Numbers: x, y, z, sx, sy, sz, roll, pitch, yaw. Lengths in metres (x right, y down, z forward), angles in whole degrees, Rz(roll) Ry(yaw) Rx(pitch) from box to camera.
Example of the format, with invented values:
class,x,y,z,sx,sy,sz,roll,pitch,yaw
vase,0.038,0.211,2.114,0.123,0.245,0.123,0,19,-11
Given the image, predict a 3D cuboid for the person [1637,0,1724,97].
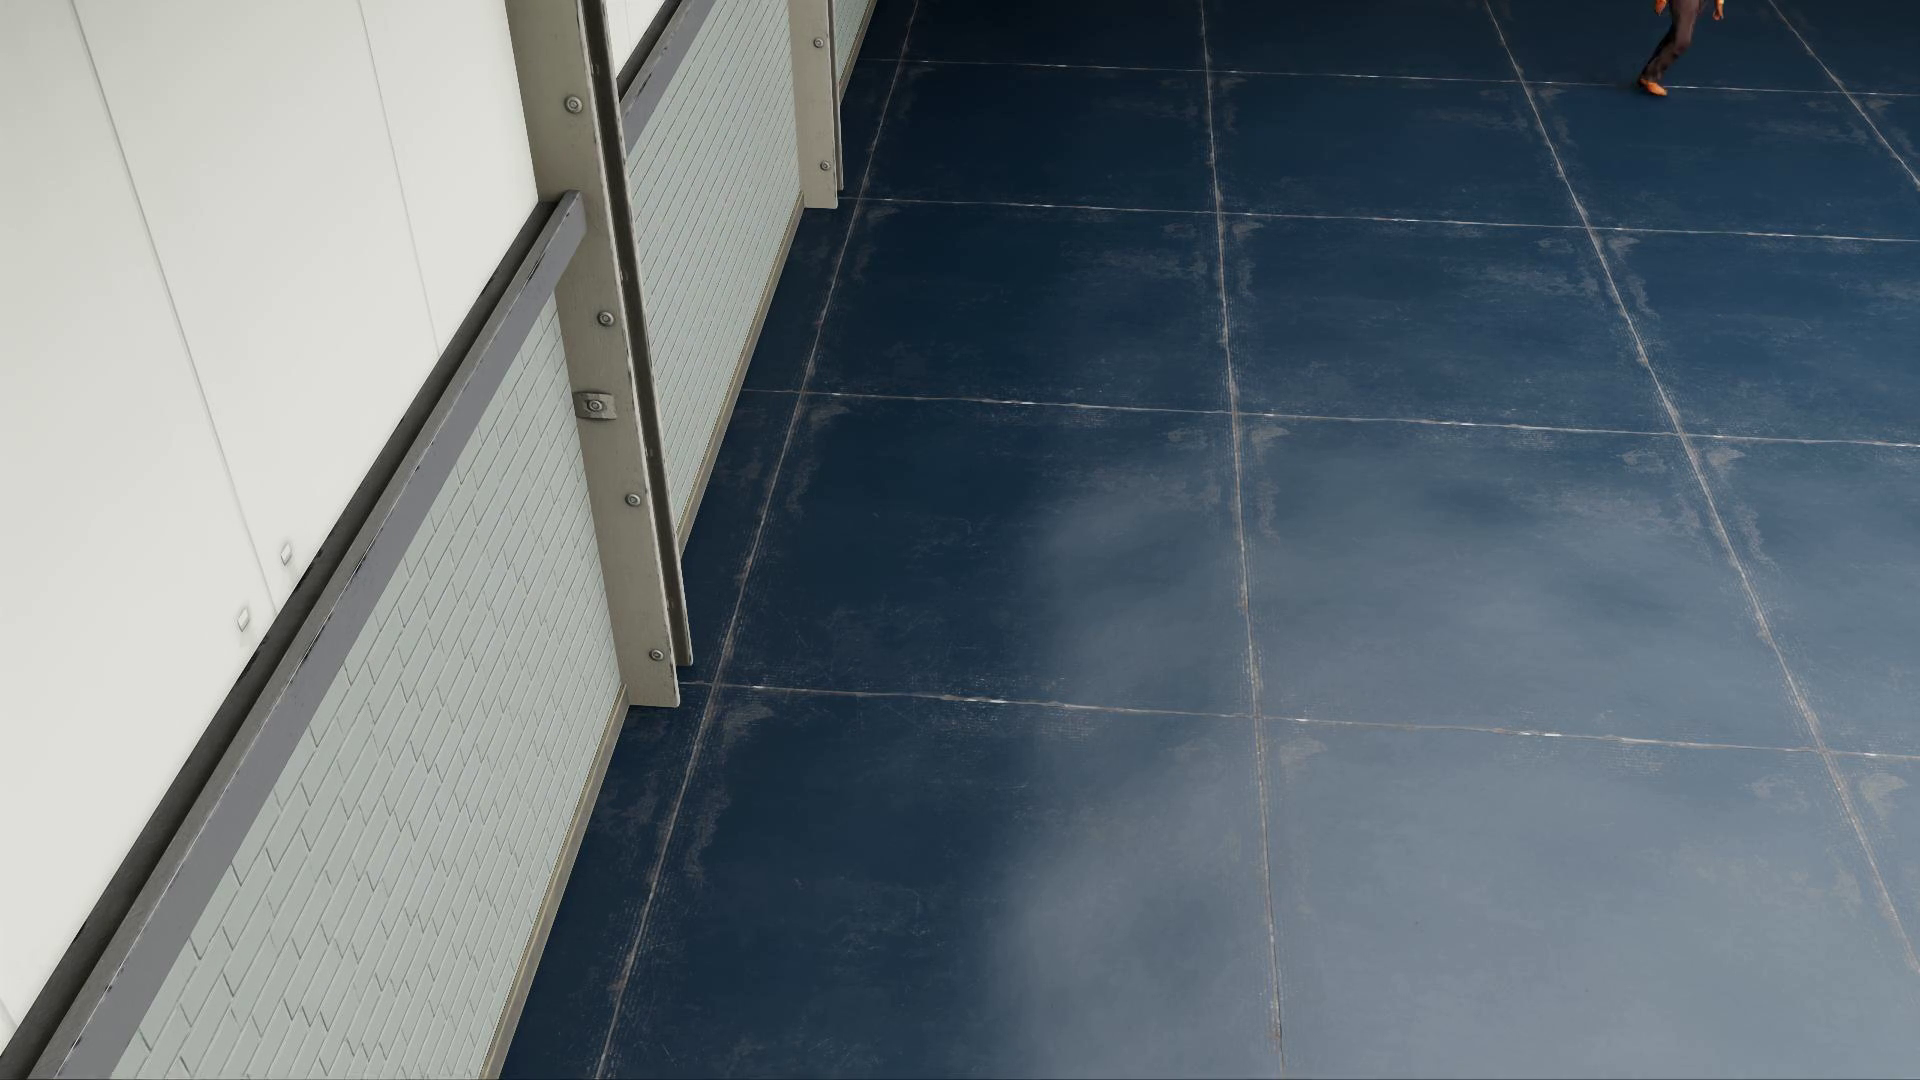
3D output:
class,x,y,z,sx,sy,sz,roll,pitch,yaw
person,6.562,-4.944,15.119,0.888,1.866,0.938,-11,39,-13
